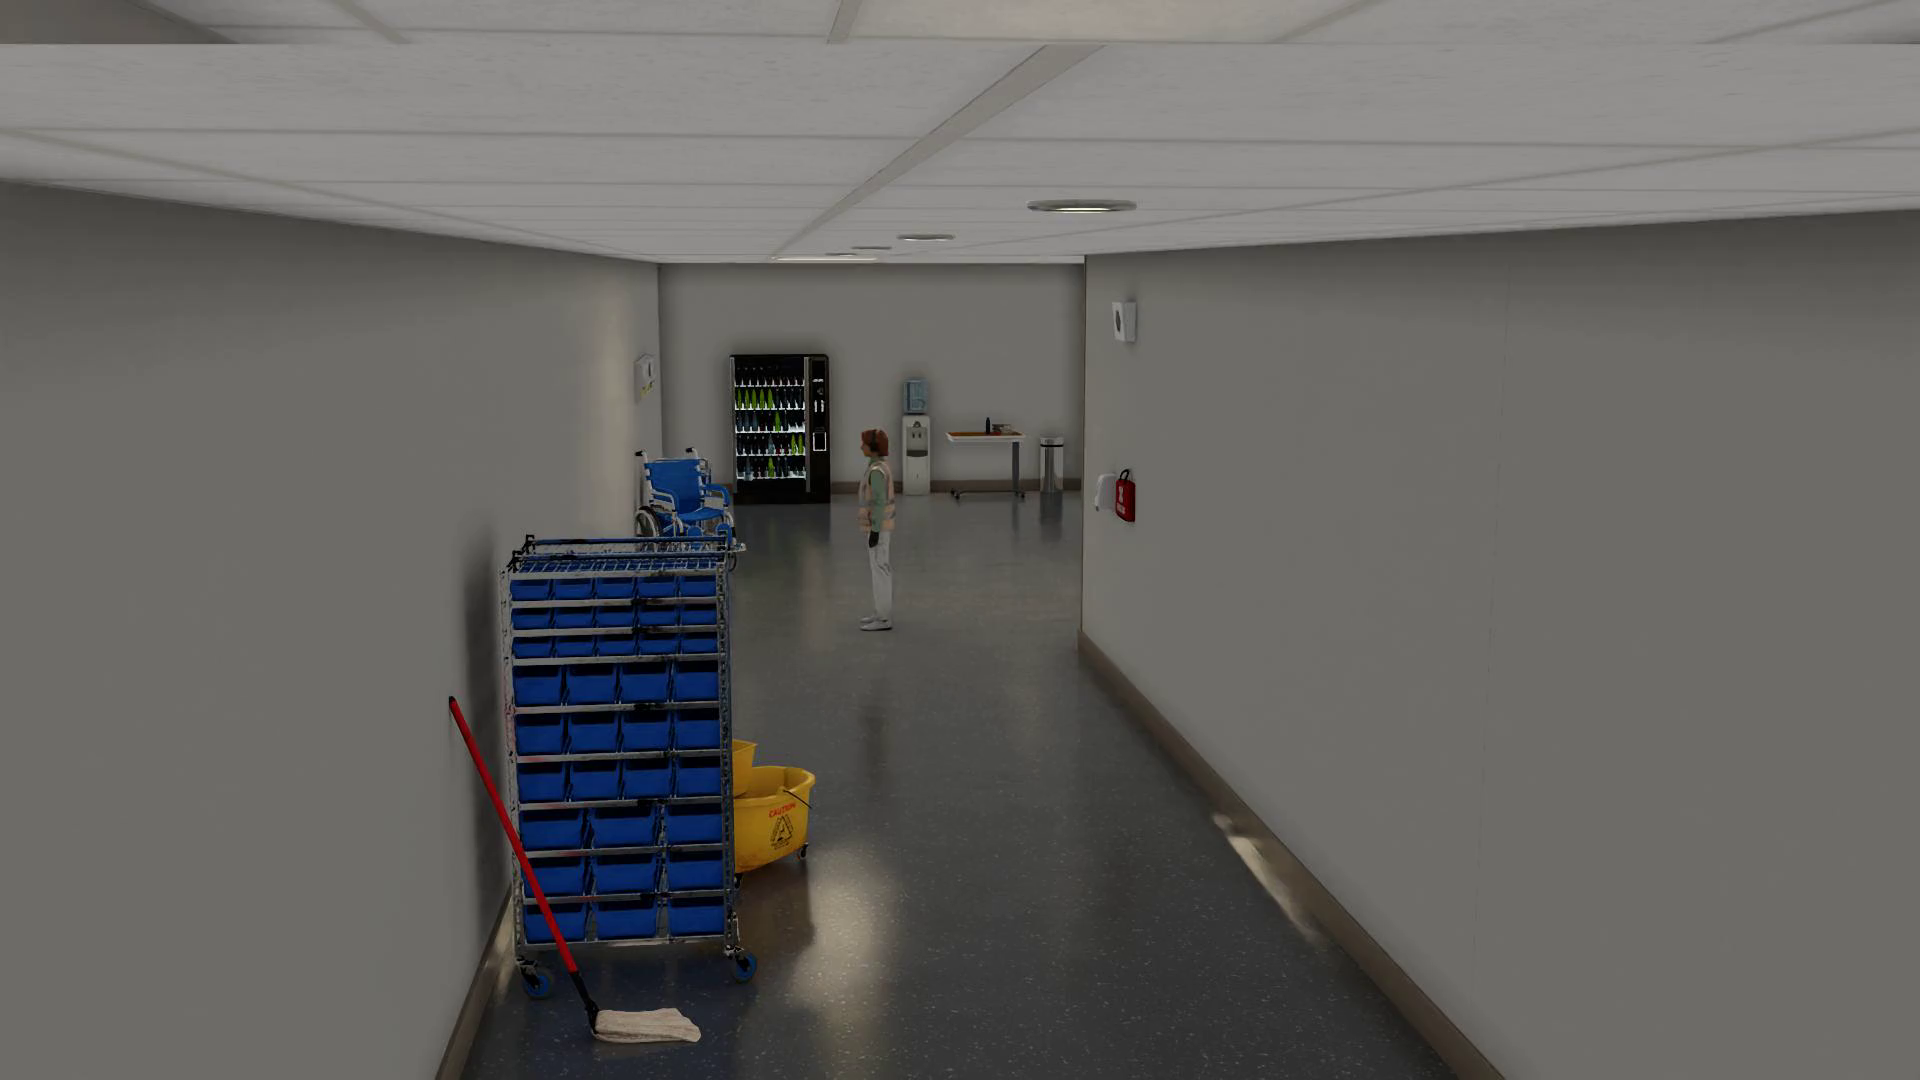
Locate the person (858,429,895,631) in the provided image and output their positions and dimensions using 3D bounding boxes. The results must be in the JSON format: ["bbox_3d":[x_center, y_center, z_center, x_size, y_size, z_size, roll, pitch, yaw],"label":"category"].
[{"bbox_3d":[-0.676,-0.086,13.504,0.306,1.639,0.524,0,9,-1],"label":"person"}]
